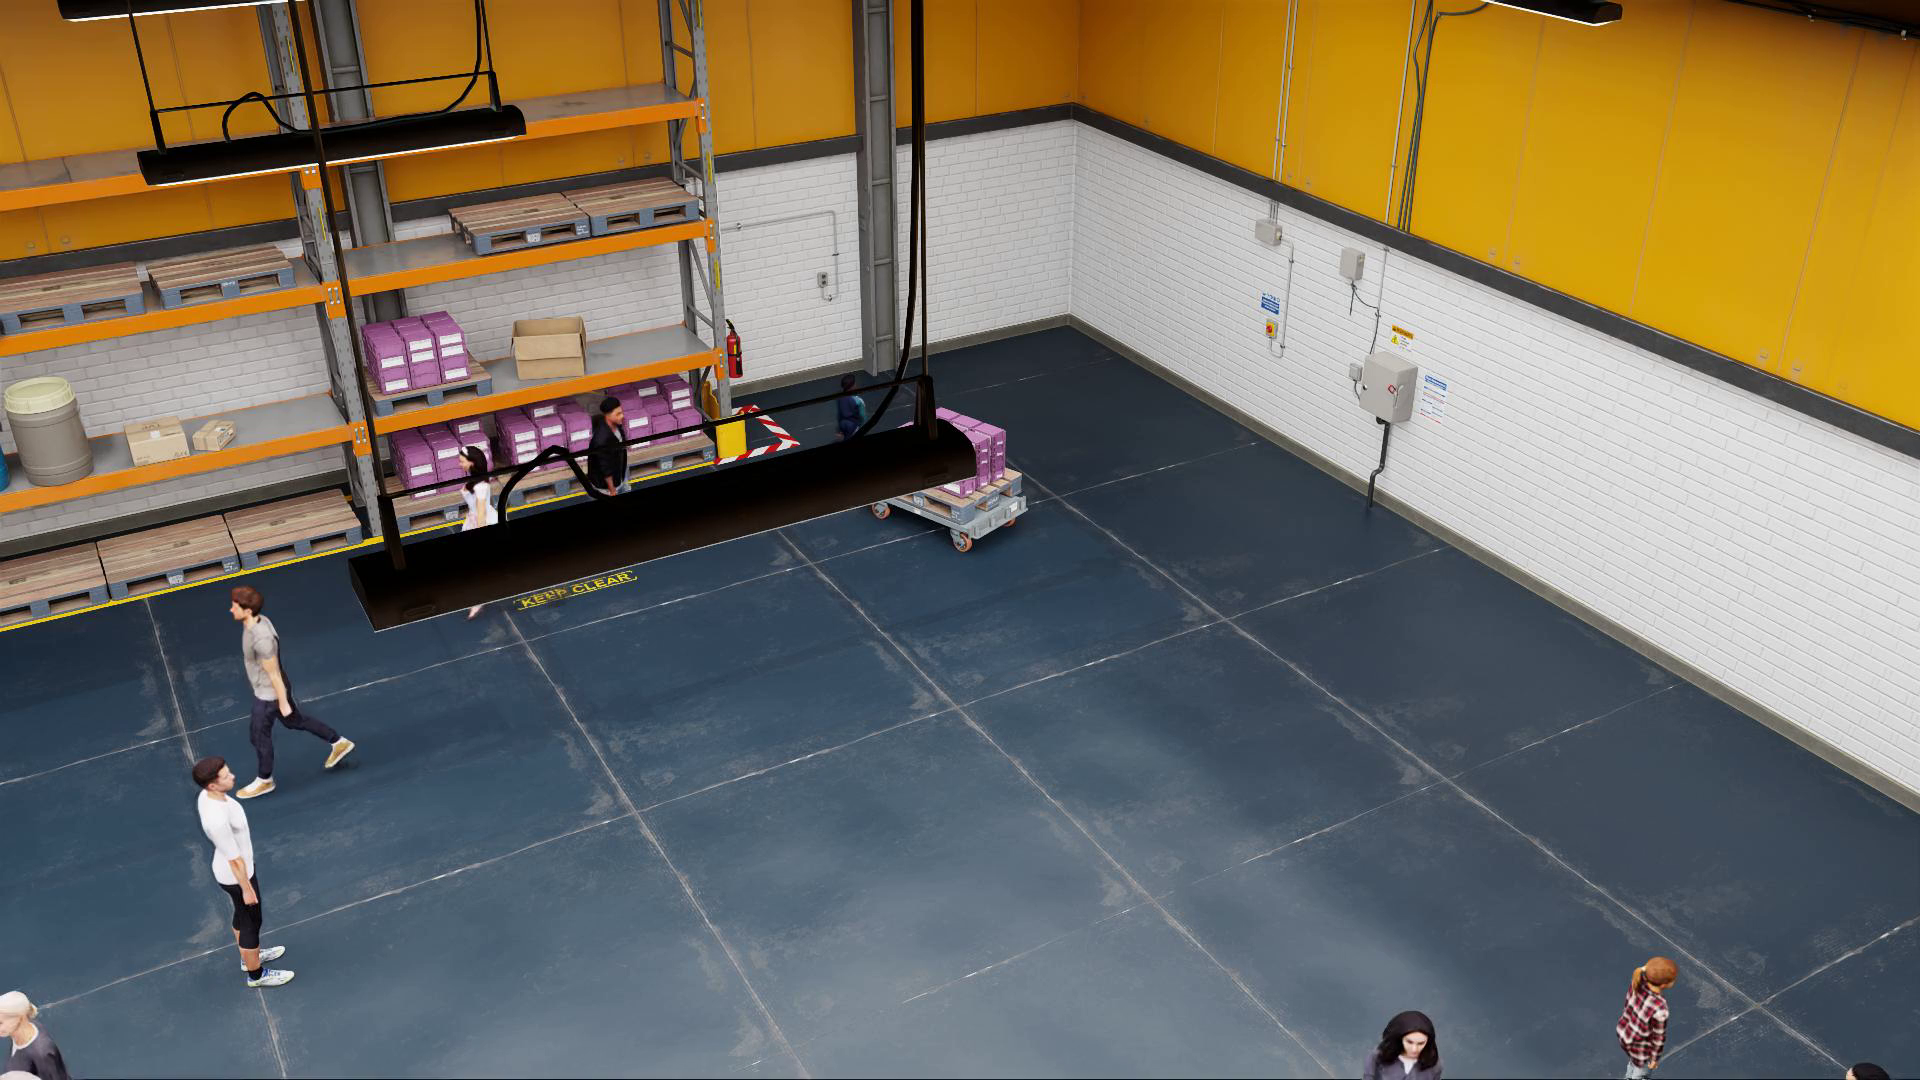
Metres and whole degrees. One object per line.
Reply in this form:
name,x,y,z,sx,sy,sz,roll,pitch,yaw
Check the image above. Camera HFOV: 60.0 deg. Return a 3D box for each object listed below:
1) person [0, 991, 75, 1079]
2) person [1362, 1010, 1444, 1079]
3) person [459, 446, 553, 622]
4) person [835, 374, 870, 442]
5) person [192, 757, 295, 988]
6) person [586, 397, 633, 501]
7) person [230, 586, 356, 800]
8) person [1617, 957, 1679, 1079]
person,-5.211,3.260,9.747,0.870,1.693,1.181,22,35,34
person,2.490,3.323,9.608,1.116,1.716,1.192,8,30,14
person,-4.388,-0.060,15.744,1.164,1.779,0.667,-14,32,-24
person,-1.248,-1.220,18.452,0.784,1.223,0.967,16,32,27
person,-4.975,2.259,11.418,0.526,1.851,0.665,-16,32,-26
person,-3.634,-0.642,16.824,1.151,1.766,1.115,8,30,14
person,-5.439,1.189,13.375,1.186,1.855,0.668,-13,31,-23
person,4.215,3.128,10.407,0.891,1.292,0.719,-4,29,-7
